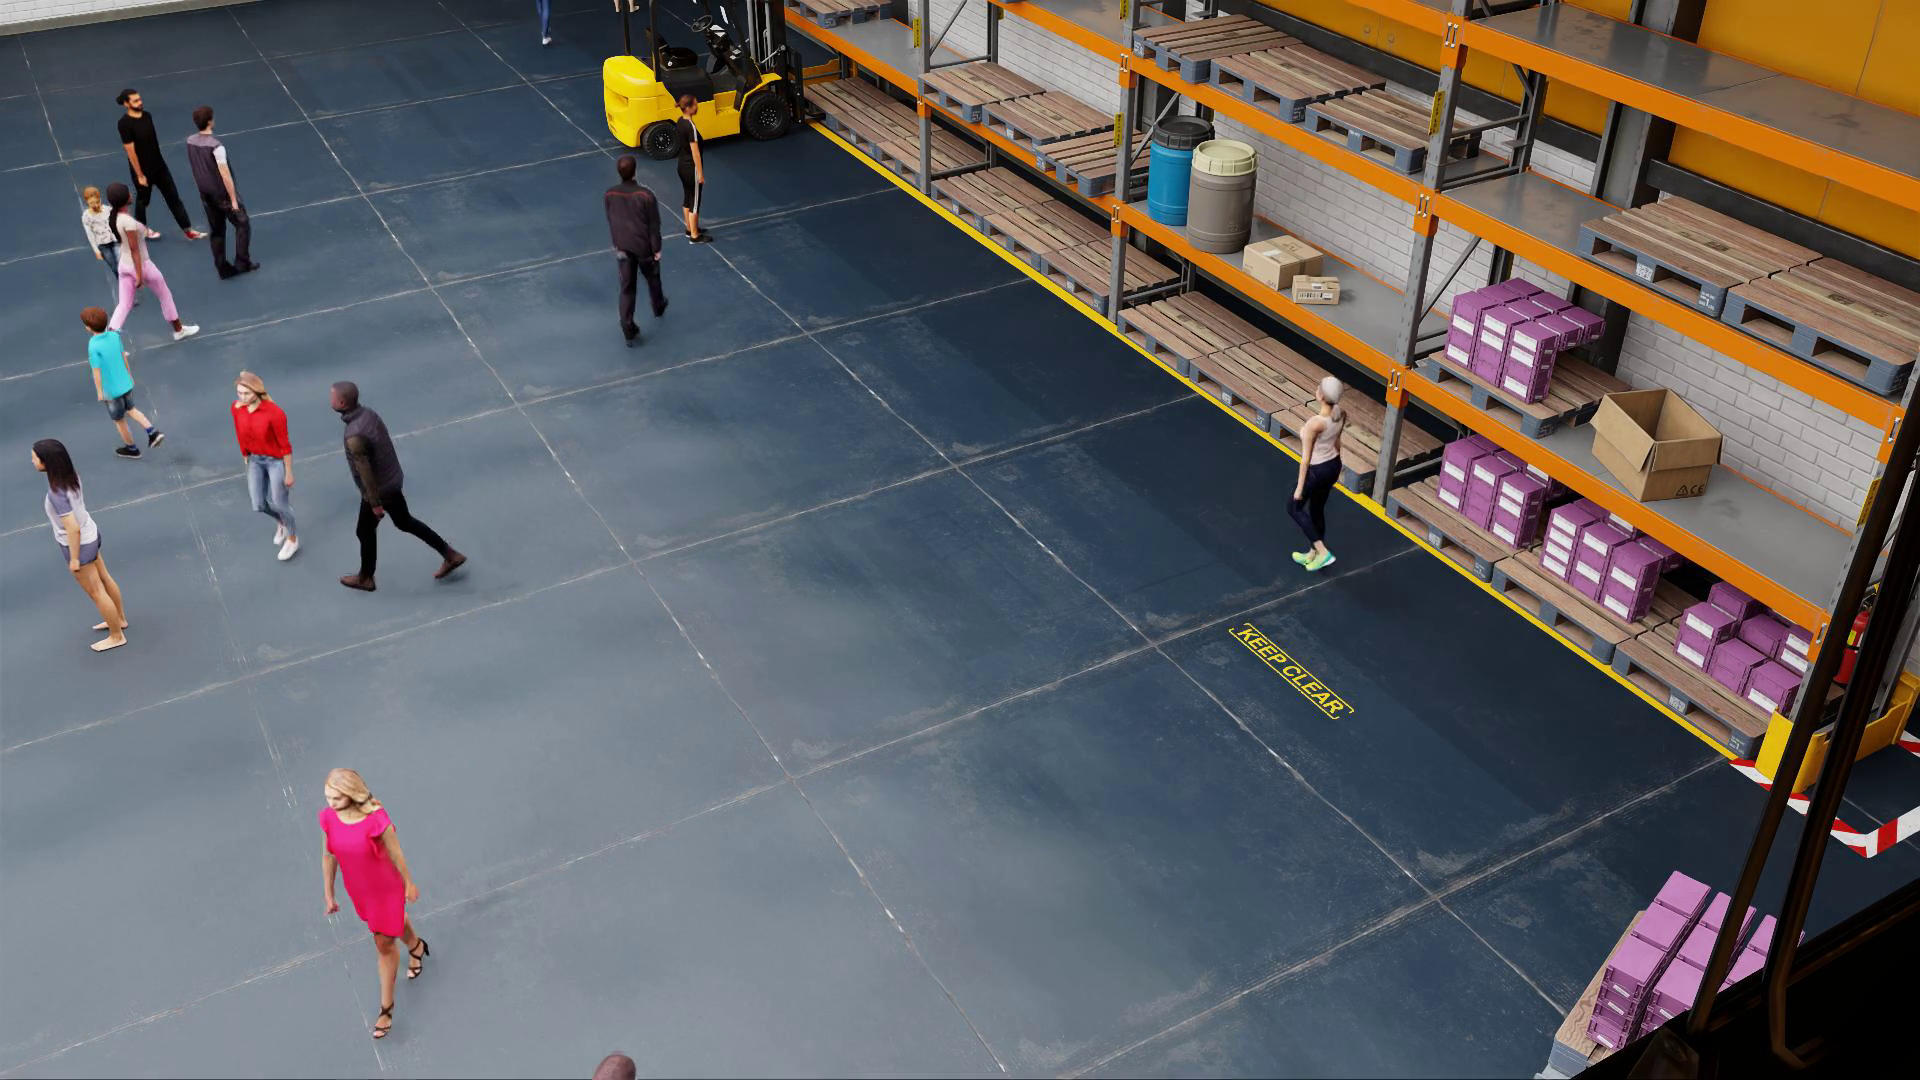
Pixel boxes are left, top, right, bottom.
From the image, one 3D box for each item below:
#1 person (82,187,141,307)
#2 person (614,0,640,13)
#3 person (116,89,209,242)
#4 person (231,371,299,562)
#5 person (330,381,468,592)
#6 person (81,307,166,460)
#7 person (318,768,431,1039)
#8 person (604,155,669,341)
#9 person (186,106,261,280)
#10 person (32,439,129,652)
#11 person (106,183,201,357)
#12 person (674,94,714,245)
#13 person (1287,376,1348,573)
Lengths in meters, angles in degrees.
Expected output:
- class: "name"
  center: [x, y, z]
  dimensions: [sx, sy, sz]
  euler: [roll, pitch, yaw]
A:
- class: "person"
  center: [-8.761, -3.059, 17.116]
  dimensions: [0.495, 1.298, 0.599]
  euler: [-19, 38, -26]
- class: "person"
  center: [-5.282, -9.040, 25.801]
  dimensions: [0.618, 1.644, 0.646]
  euler: [4, 34, 6]
- class: "person"
  center: [-8.986, -4.076, 18.271]
  dimensions: [1.226, 1.714, 1.119]
  euler: [11, 35, 16]
- class: "person"
  center: [-5.389, -0.628, 13.105]
  dimensions: [0.756, 1.689, 0.808]
  euler: [9, 35, 13]
- class: "person"
  center: [-4.307, -0.390, 12.654]
  dimensions: [1.145, 1.793, 1.264]
  euler: [-4, 34, -6]
- class: "person"
  center: [-7.263, -1.344, 14.407]
  dimensions: [0.776, 1.441, 0.719]
  euler: [8, 34, 12]
- class: "person"
  center: [-3.231, 1.871, 9.334]
  dimensions: [0.936, 1.702, 1.000]
  euler: [8, 34, 12]
- class: "person"
  center: [-3.217, -2.825, 16.314]
  dimensions: [1.157, 1.797, 1.278]
  euler: [5, 34, 7]
- class: "person"
  center: [-7.850, -3.592, 17.436]
  dimensions: [0.810, 1.831, 0.886]
  euler: [10, 35, 15]
- class: "person"
  center: [-6.397, 0.017, 12.094]
  dimensions: [0.692, 1.734, 0.527]
  euler: [-9, 35, -13]
- class: "person"
  center: [-8.007, -2.552, 16.004]
  dimensions: [1.078, 1.684, 0.938]
  euler: [21, 39, 29]
- class: "person"
  center: [-2.982, -4.103, 18.352]
  dimensions: [0.643, 1.669, 0.465]
  euler: [-16, 37, -22]
- class: "person"
  center: [2.831, -0.450, 12.837]
  dimensions: [0.666, 1.691, 0.739]
  euler: [-24, 41, -32]
